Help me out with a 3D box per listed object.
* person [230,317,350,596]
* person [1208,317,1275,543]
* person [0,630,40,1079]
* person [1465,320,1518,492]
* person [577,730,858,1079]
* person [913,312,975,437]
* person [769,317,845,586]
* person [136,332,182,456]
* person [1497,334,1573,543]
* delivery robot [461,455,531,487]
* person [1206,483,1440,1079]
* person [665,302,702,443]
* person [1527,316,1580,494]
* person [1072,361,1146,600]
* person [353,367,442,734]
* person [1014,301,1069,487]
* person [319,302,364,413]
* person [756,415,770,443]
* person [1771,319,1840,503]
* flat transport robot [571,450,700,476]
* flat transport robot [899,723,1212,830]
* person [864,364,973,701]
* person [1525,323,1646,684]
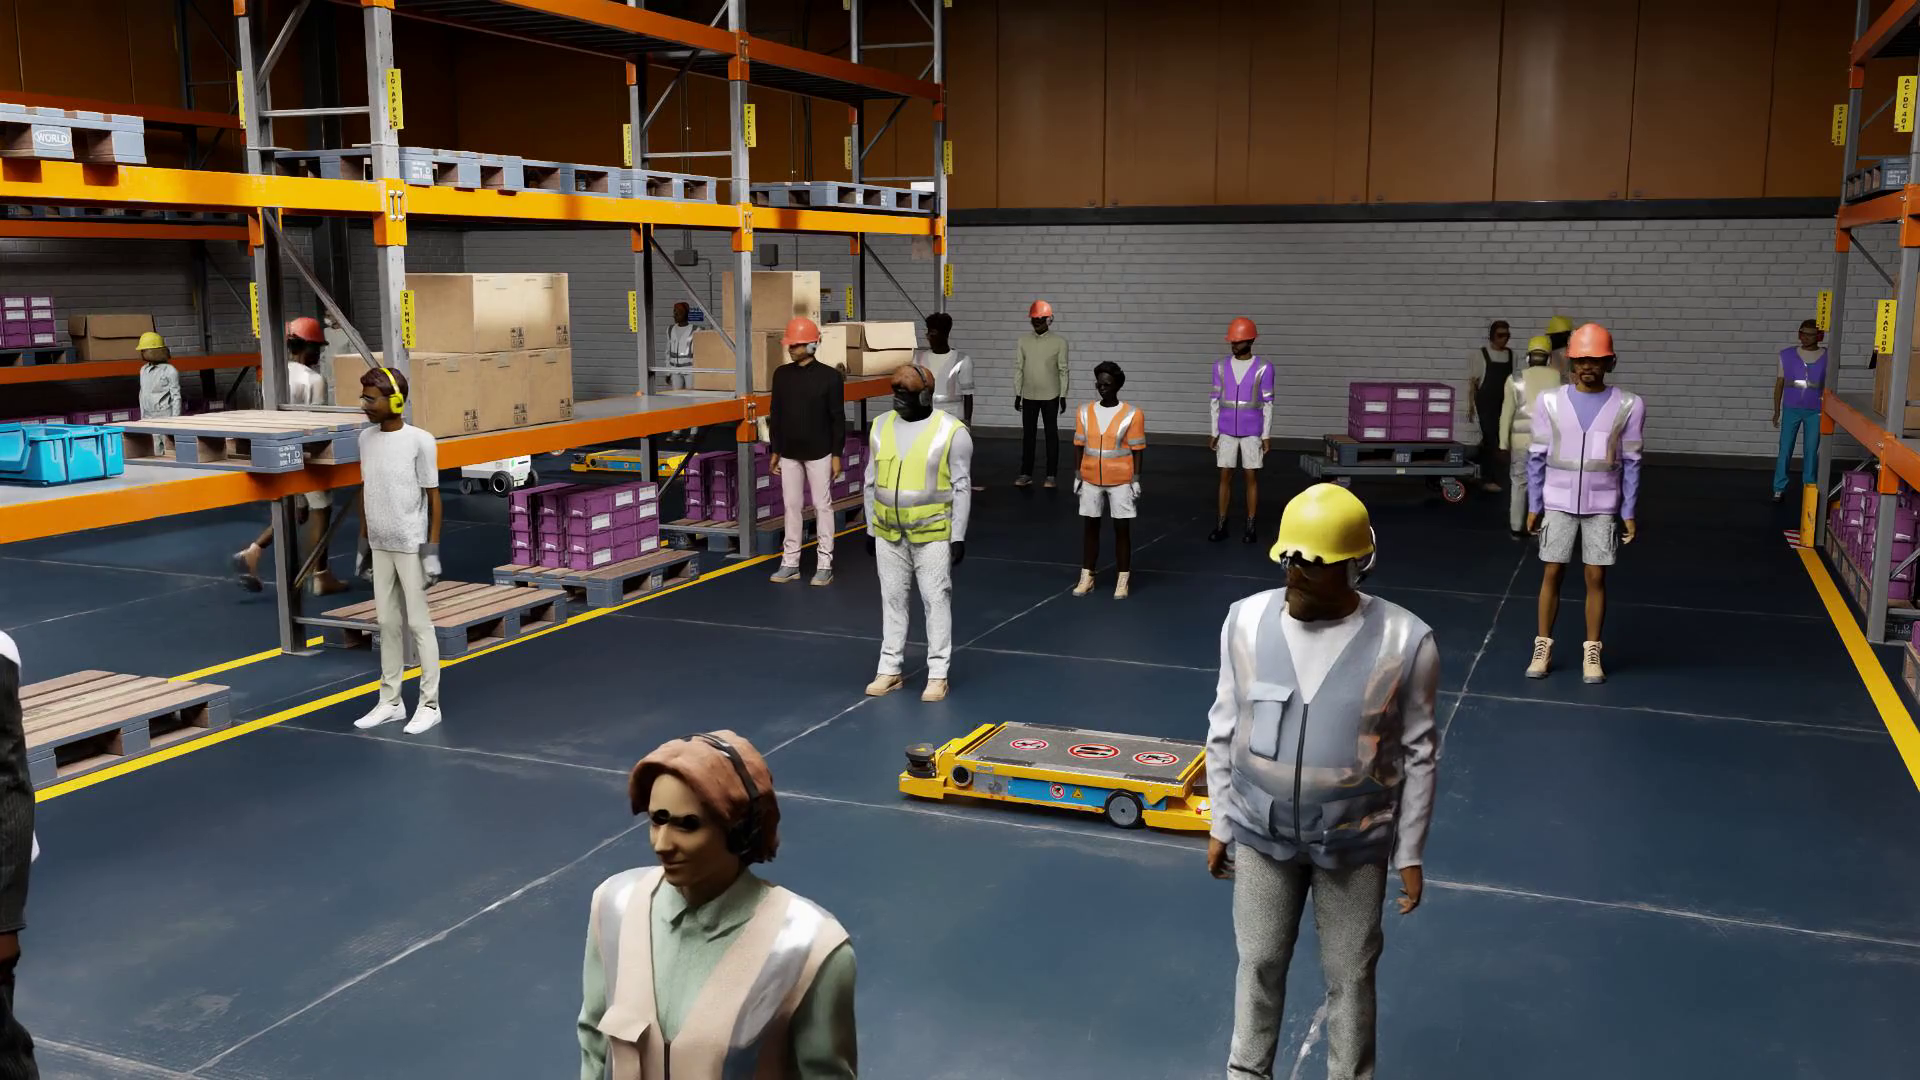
[{"bbox_3d":[-4.749,-0.567,11.772,0.643,2.012,0.746,6,11,34],"label":"person"},{"bbox_3d":[2.398,-0.934,14.232,0.542,1.931,0.376,4,10,23],"label":"person"},{"bbox_3d":[-2.351,0.796,3.807,0.587,1.914,0.394,4,10,23],"label":"person"},{"bbox_3d":[5.613,-1.439,17.688,0.512,1.817,0.820,-2,10,-12],"label":"person"},{"bbox_3d":[-0.400,1.107,2.742,0.513,1.642,0.313,4,10,23],"label":"person"},{"bbox_3d":[-0.172,-1.048,14.831,0.601,1.961,0.372,4,10,23],"label":"person"},{"bbox_3d":[-1.151,-0.652,12.349,0.609,1.988,0.392,4,10,23],"label":"person"},{"bbox_3d":[-7.667,-1.117,15.925,0.483,1.738,0.313,4,10,23],"label":"person"},{"bbox_3d":[4.900,-0.844,14.106,0.626,1.797,0.770,1,9,9],"label":"person"},{"bbox_3d":[-4.817,-0.790,17.236,0.707,0.478,0.477,4,10,22],"label":"delivery robot"},{"bbox_3d":[0.915,0.756,4.315,0.587,1.826,0.404,4,10,23],"label":"person"},{"bbox_3d":[-3.702,-2.245,22.315,0.573,1.885,0.357,4,10,23],"label":"person"},{"bbox_3d":[5.868,-1.249,16.318,0.633,1.868,0.979,-5,11,-29],"label":"person"},{"bbox_3d":[1.050,-0.423,11.843,0.530,1.697,0.322,4,10,23],"label":"person"},{"bbox_3d":[-2.861,0.055,8.449,0.519,1.865,0.331,4,10,23],"label":"person"},{"bbox_3d":[0.860,-1.558,17.818,0.609,1.996,0.383,4,10,23],"label":"person"},{"bbox_3d":[-7.411,-1.875,19.927,0.627,1.936,0.374,4,10,23],"label":"person"},{"bbox_3d":[-2.492,-1.783,20.329,0.609,1.613,0.505,7,12,37],"label":"person"},{"bbox_3d":[8.416,-1.275,16.581,0.563,1.839,0.392,4,10,23],"label":"person"},{"bbox_3d":[-3.658,-0.890,18.983,1.431,0.197,0.652,4,10,22],"label":"flat transport robot"},{"bbox_3d":[0.512,1.023,7.392,1.431,0.197,0.652,4,10,22],"label":"flat transport robot"},{"bbox_3d":[-0.252,-0.038,9.088,0.619,1.840,0.430,4,10,23],"label":"person"},{"bbox_3d":[3.533,-0.201,9.448,0.605,2.045,0.386,4,10,23],"label":"person"}]
